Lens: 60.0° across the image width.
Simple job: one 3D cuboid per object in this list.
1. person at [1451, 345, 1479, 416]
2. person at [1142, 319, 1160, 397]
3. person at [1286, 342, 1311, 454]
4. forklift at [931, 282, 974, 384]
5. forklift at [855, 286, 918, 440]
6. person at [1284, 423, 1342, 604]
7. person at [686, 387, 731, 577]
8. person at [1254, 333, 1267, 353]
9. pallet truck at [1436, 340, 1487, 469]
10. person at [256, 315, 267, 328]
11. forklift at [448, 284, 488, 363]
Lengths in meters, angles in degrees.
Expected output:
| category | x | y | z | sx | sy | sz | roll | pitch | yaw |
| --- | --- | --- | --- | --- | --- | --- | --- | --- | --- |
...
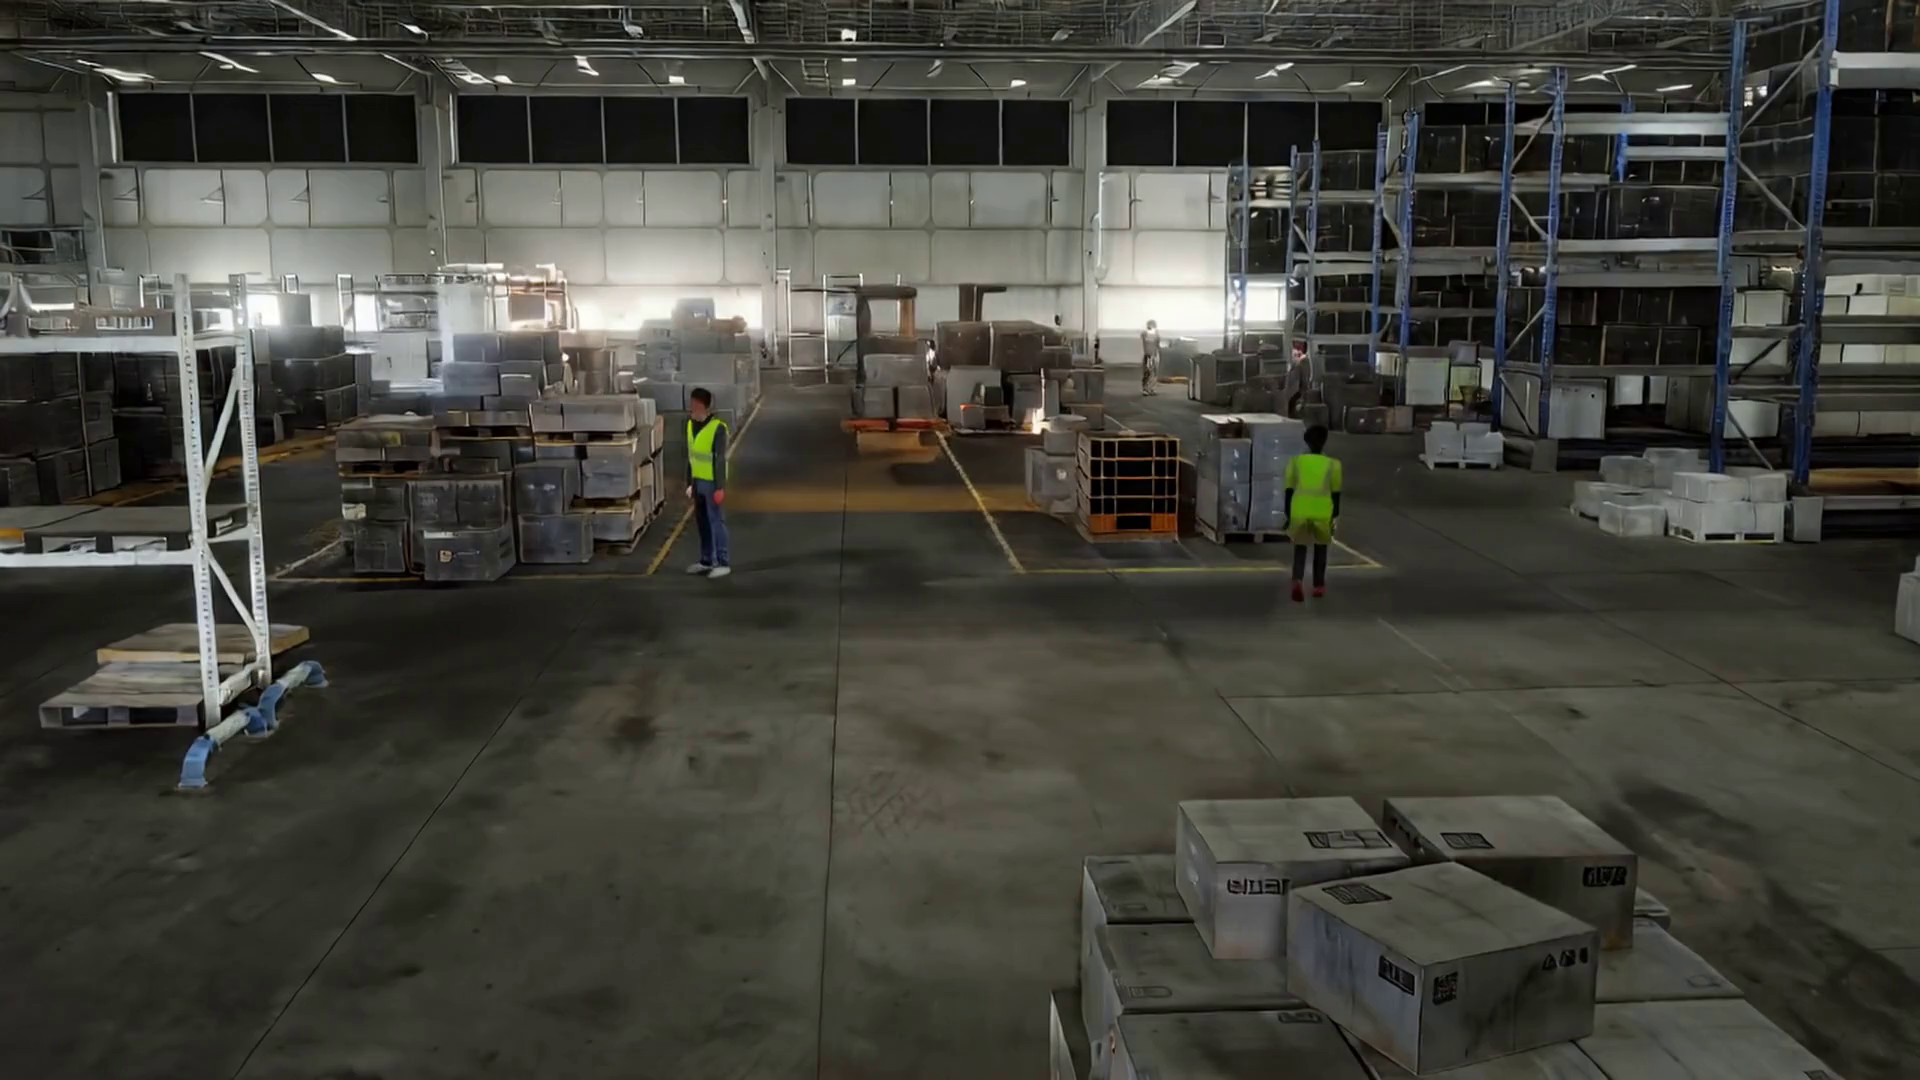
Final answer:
| category | x | y | z | sx | sy | sz | roll | pitch | yaw |
| --- | --- | --- | --- | --- | --- | --- | --- | --- | --- |
| person | 8.412 | -2.391 | 27.979 | 0.653 | 1.938 | 0.643 | -3 | 10 | -19 |
| person | 4.770 | -4.547 | 41.527 | 0.366 | 1.938 | 0.630 | 8 | 12 | 41 |
| person | 5.733 | -2.405 | 28.201 | 0.405 | 1.903 | 0.636 | 2 | 9 | 10 |
| forklift | 0.169 | -5.571 | 45.011 | 1.873 | 2.768 | 1.129 | -1 | 9 | -4 |
| forklift | -1.390 | -3.335 | 30.969 | 1.129 | 2.768 | 1.873 | -1 | 9 | -5 |
| person | 3.242 | -0.242 | 15.331 | 0.534 | 1.670 | 0.782 | 3 | 10 | 18 |
| person | -2.542 | -0.584 | 16.762 | 0.388 | 1.908 | 0.584 | -9 | 13 | -44 |
| person | 7.547 | -4.384 | 41.609 | 0.876 | 1.592 | 0.536 | -1 | 9 | -9 |
| pallet truck | 8.004 | -2.170 | 26.422 | 0.823 | 1.965 | 1.885 | 2 | 9 | 14 |
| person | -20.293 | -5.614 | 48.428 | 0.378 | 1.889 | 0.701 | -2 | 9 | -13 |
| forklift | -11.241 | -4.489 | 38.218 | 1.873 | 2.768 | 1.129 | 5 | 10 | 29 |
